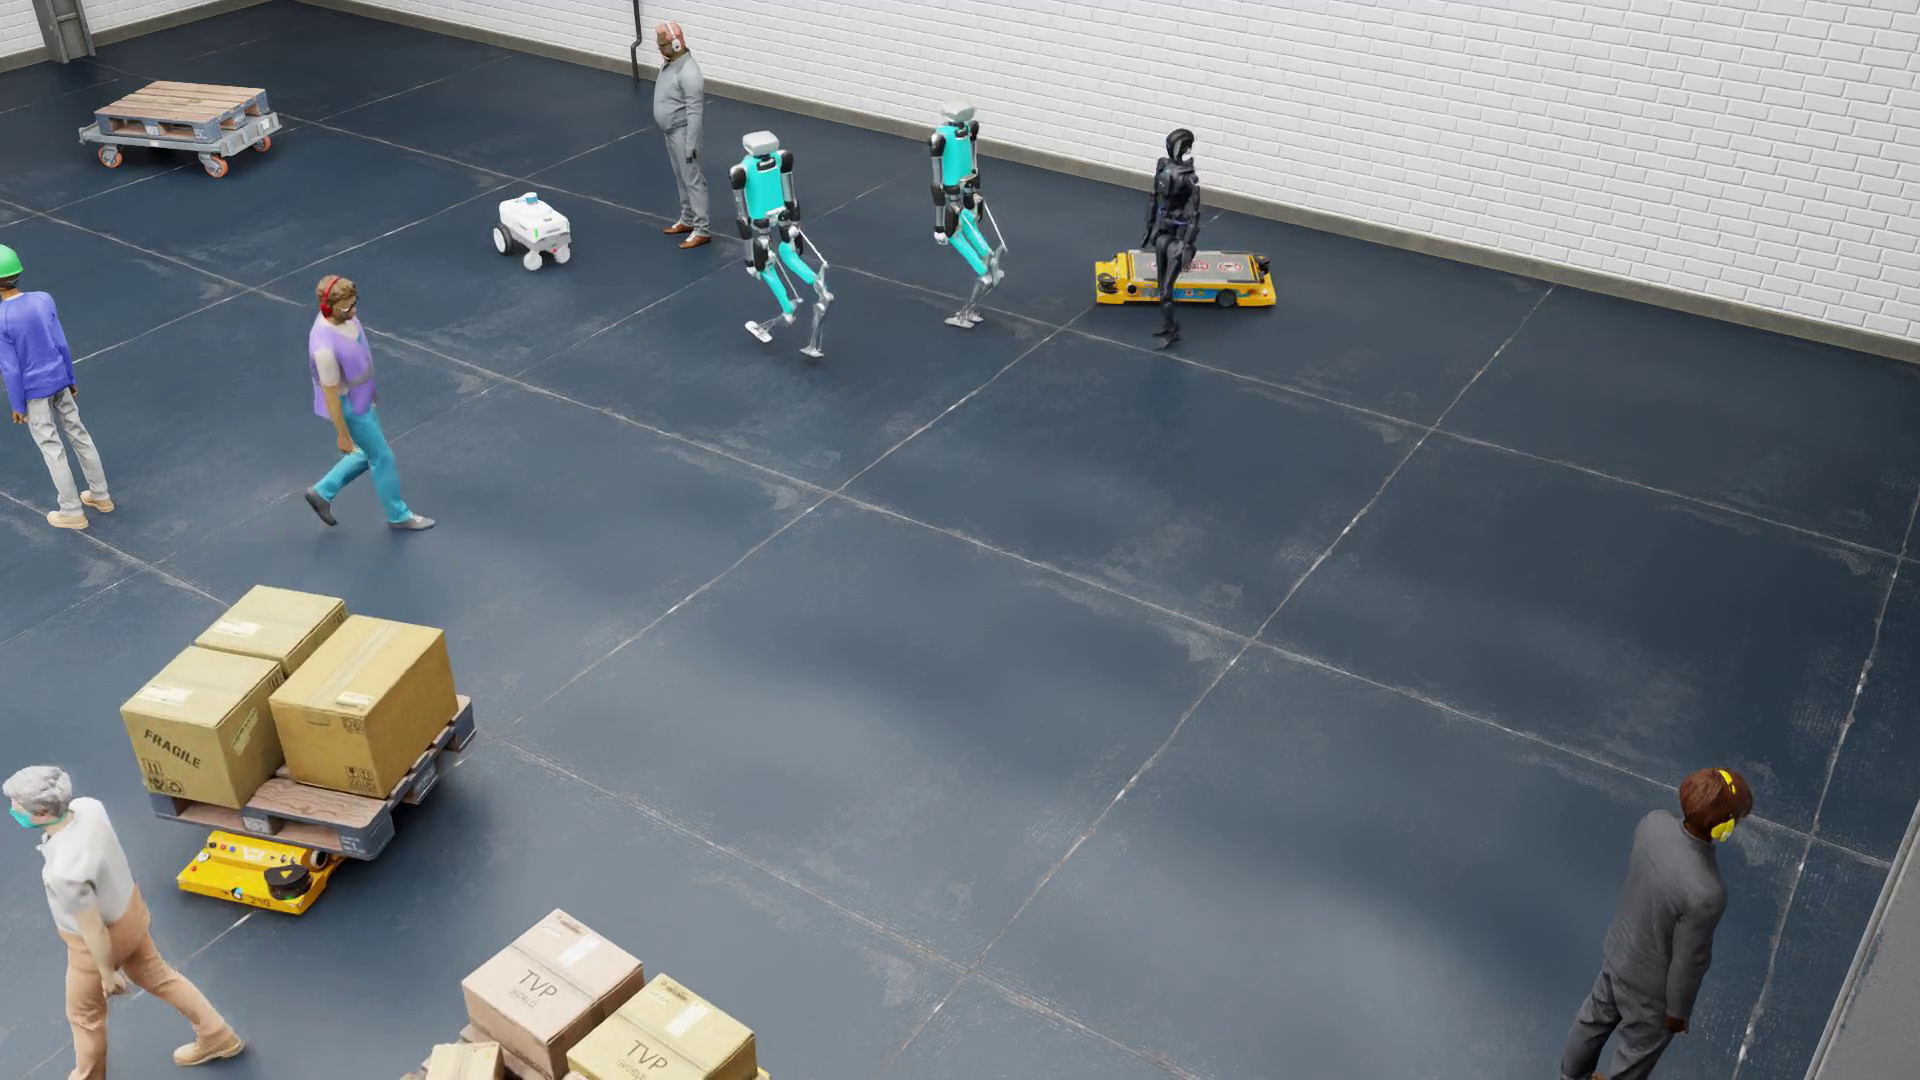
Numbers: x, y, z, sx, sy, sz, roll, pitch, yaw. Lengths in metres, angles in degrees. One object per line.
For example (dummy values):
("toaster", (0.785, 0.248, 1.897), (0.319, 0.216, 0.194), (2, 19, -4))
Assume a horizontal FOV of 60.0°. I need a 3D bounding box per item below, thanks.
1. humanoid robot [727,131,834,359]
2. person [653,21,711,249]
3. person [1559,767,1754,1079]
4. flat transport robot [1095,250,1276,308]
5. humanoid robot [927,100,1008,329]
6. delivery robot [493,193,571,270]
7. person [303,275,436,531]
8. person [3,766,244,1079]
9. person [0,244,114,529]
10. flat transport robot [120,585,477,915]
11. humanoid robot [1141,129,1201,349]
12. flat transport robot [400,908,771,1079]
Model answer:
("humanoid robot", (-1.270, -2.072, 12.143), (0.554, 1.741, 1.036), (-26, 41, -34))
("person", (-2.369, -3.428, 14.083), (0.412, 1.902, 0.637), (-15, 36, -22))
("person", (2.611, 1.606, 6.286), (0.353, 1.866, 0.489), (-5, 33, -7))
("flat transport robot", (1.830, -2.133, 13.576), (1.431, 0.231, 0.659), (1, 33, 2))
("humanoid robot", (0.124, -2.425, 12.617), (0.687, 1.737, 0.531), (22, 39, 30))
("delivery robot", (-3.626, -2.656, 14.118), (0.525, 0.588, 0.759), (-24, 40, -32))
("person", (-3.717, -0.797, 10.073), (0.689, 1.802, 0.623), (-5, 33, -7))
("person", (-3.400, 1.531, 6.539), (0.780, 1.713, 0.473), (-5, 33, -7))
("person", (-5.650, -0.935, 10.231), (0.341, 1.872, 0.466), (14, 35, 20))
("flat transport robot", (-3.180, 1.257, 8.301), (0.659, 0.231, 1.431), (8, 34, 13))
("humanoid robot", (1.563, -2.280, 12.501), (0.455, 1.647, 0.598), (-18, 37, -25))
("flat transport robot", (-1.470, 2.395, 6.530), (0.659, 0.231, 1.431), (22, 39, 30))
